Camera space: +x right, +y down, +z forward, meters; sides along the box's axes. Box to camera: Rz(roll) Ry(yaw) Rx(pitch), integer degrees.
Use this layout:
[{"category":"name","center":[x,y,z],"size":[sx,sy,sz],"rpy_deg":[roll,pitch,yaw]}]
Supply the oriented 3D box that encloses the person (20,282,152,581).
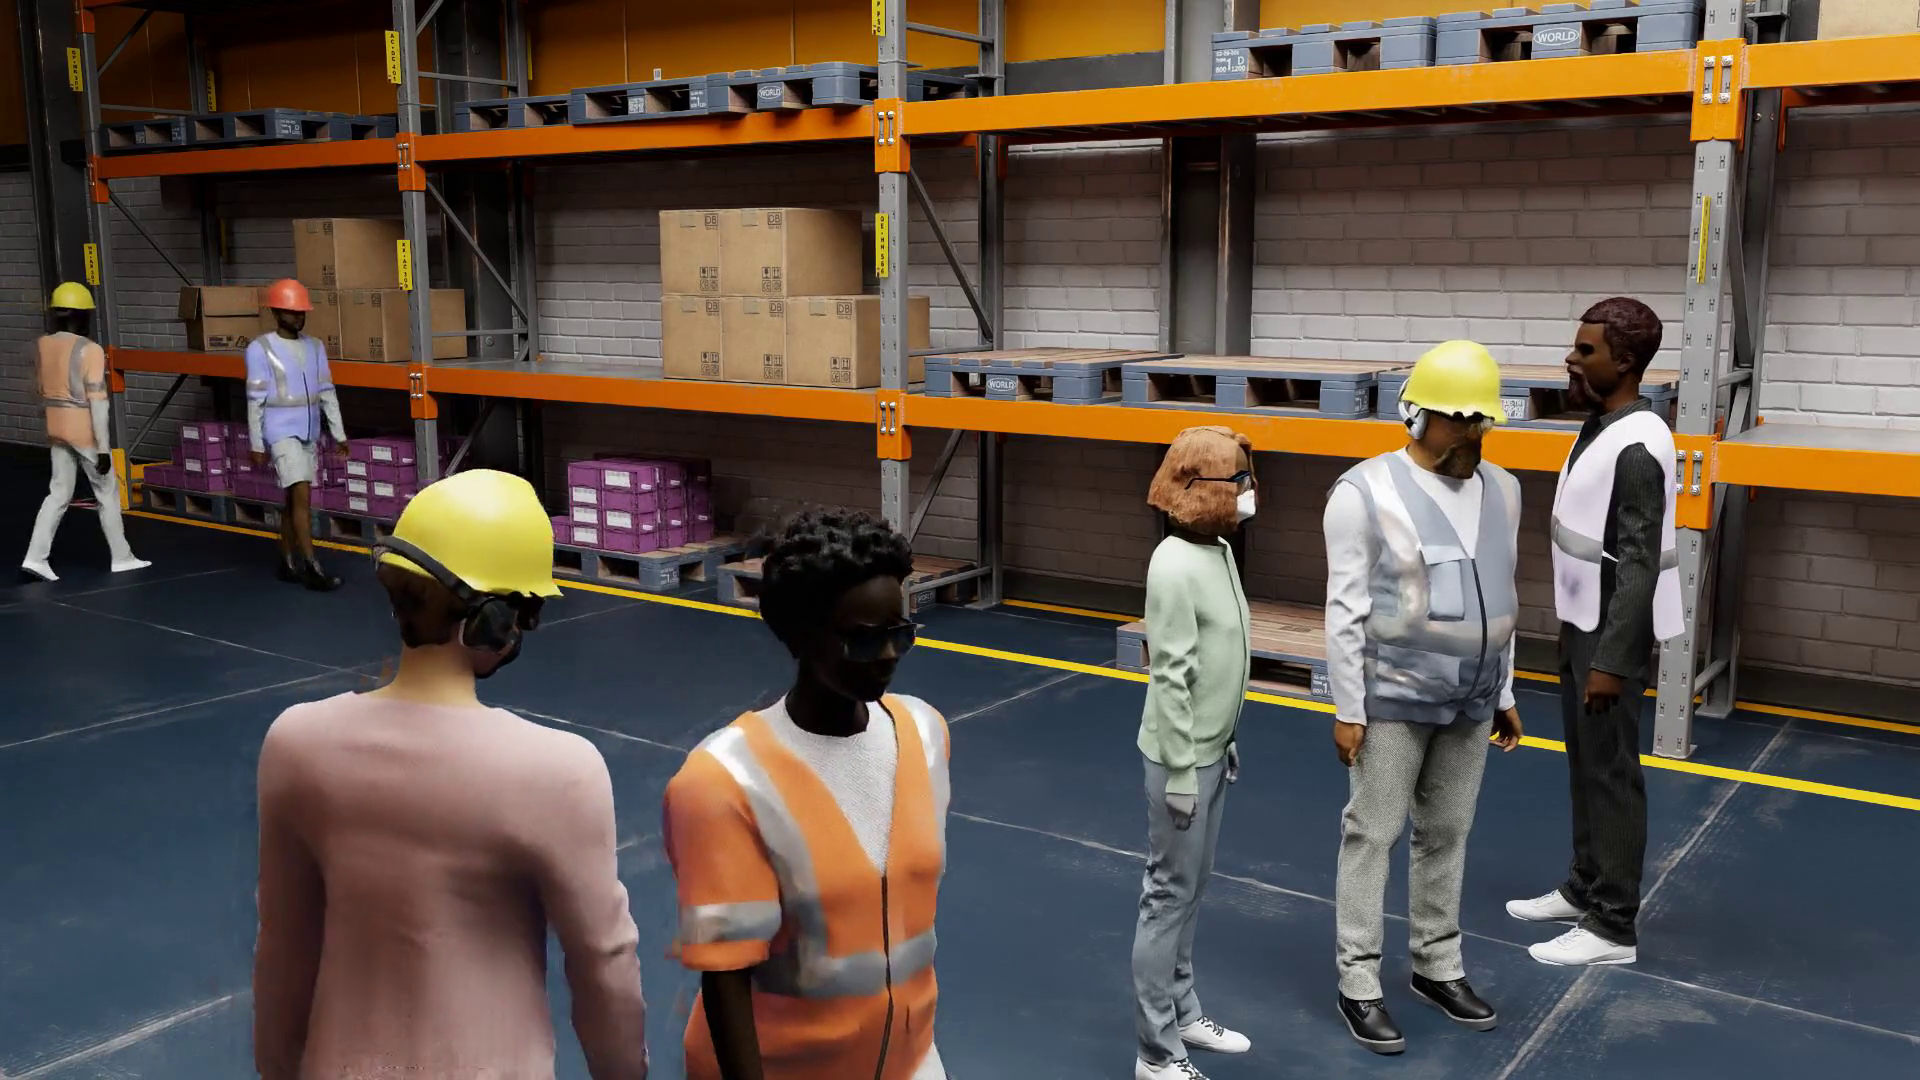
[{"category":"person","center":[-5.657,-0.683,10.595],"size":[0.616,1.927,0.745],"rpy_deg":[3,10,19]}]

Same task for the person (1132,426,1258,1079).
[{"category":"person","center":[0.583,0.534,4.069],"size":[0.279,1.634,0.499],"rpy_deg":[4,10,20]}]

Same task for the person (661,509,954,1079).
[{"category":"person","center":[-0.129,0.798,2.392],"size":[0.548,1.665,0.775],"rpy_deg":[-9,13,-42]}]

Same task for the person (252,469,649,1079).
[{"category":"person","center":[-0.717,0.775,2.309],"size":[0.545,1.739,0.466],"rpy_deg":[3,10,18]}]

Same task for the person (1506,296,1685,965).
[{"category":"person","center":[1.862,0.267,4.802],"size":[0.391,1.922,0.593],"rpy_deg":[1,10,9]}]

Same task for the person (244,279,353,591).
[{"category":"person","center":[-4.009,-0.637,10.246],"size":[0.842,1.907,0.547],"rpy_deg":[4,11,25]}]

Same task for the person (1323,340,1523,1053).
[{"category":"person","center":[1.217,0.397,4.310],"size":[0.588,1.826,0.403],"rpy_deg":[-4,10,-23]}]
